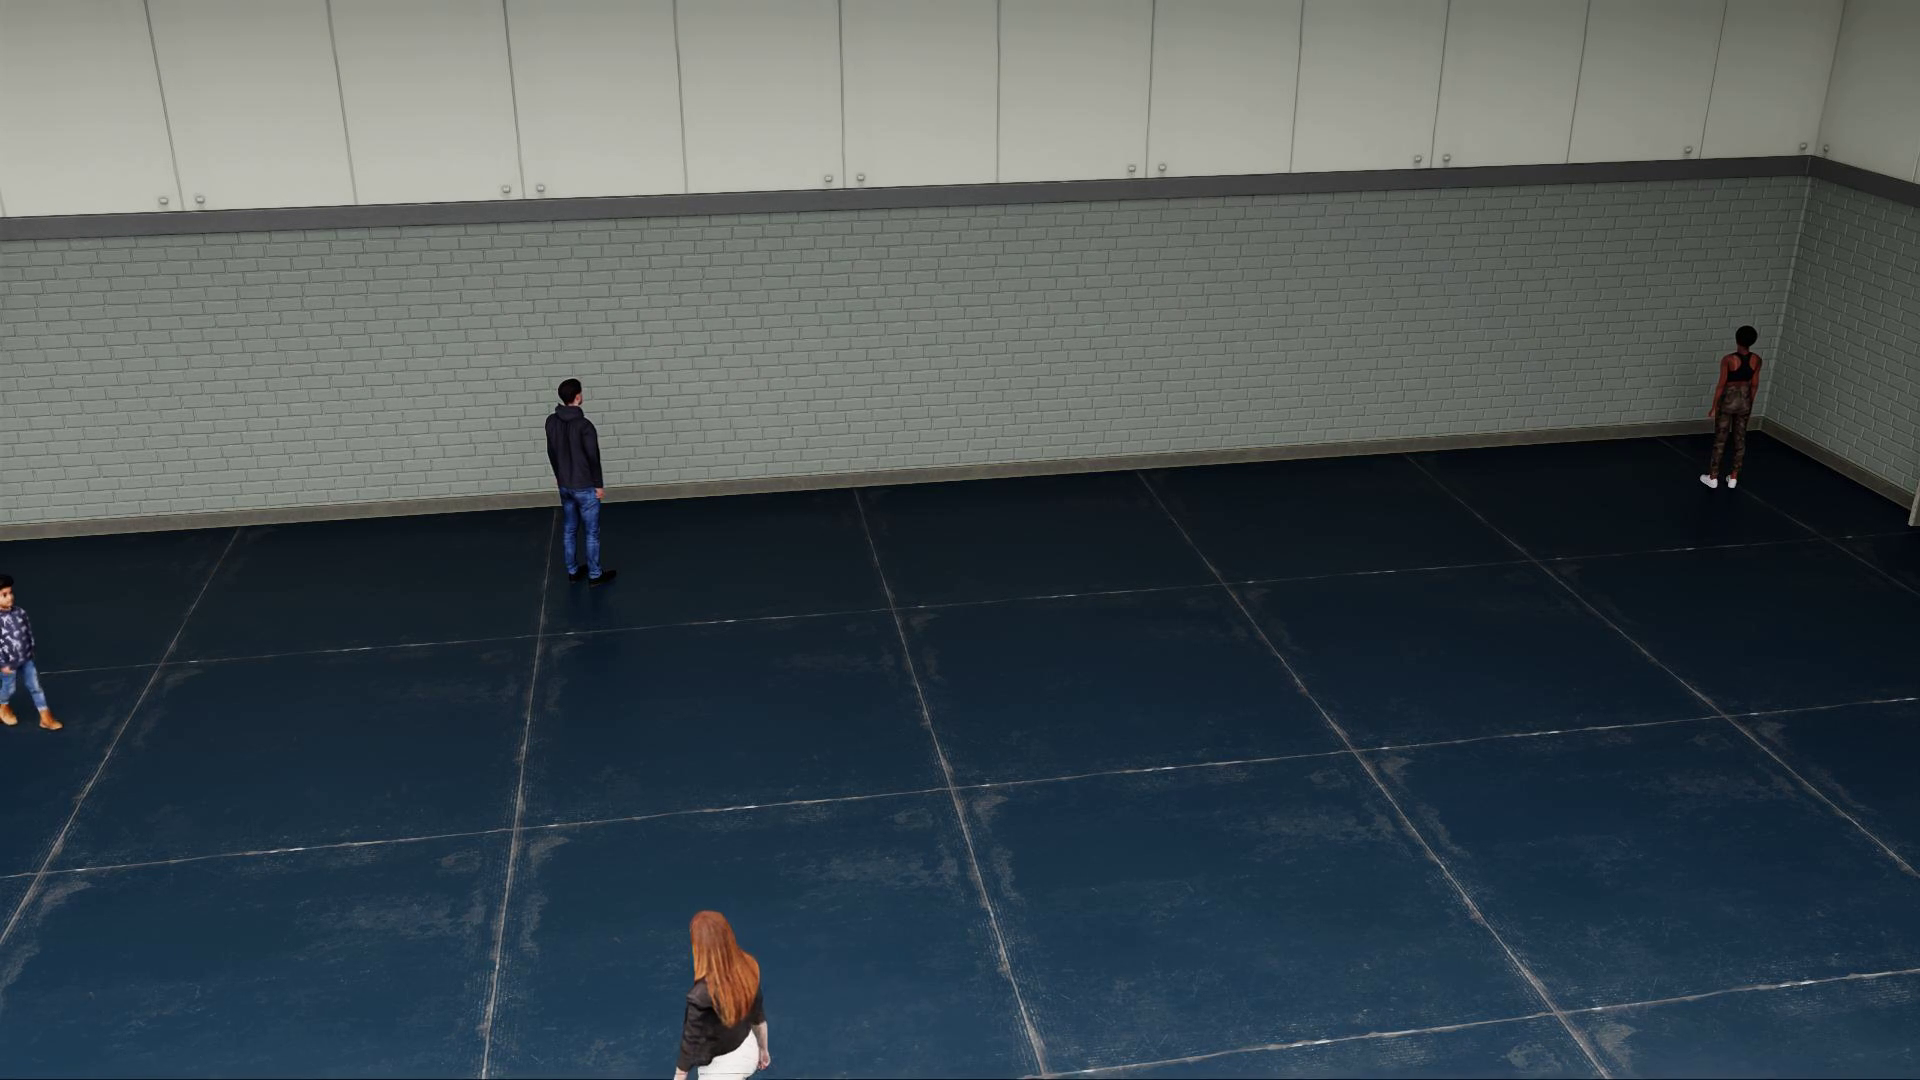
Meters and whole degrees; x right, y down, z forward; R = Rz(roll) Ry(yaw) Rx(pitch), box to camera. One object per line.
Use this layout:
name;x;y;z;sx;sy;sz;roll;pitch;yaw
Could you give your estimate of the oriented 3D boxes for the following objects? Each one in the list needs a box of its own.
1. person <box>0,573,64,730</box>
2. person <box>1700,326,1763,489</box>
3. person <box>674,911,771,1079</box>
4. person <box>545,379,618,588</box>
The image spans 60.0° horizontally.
person;-7.052;0.835;12.323;0.854;1.233;0.829;13;26;28
person;7.857;-1.359;16.887;0.619;1.700;0.598;1;23;3
person;-1.044;2.499;7.832;1.000;1.688;0.940;16;28;33
person;-3.366;-0.501;14.622;0.761;1.895;0.780;10;25;23
